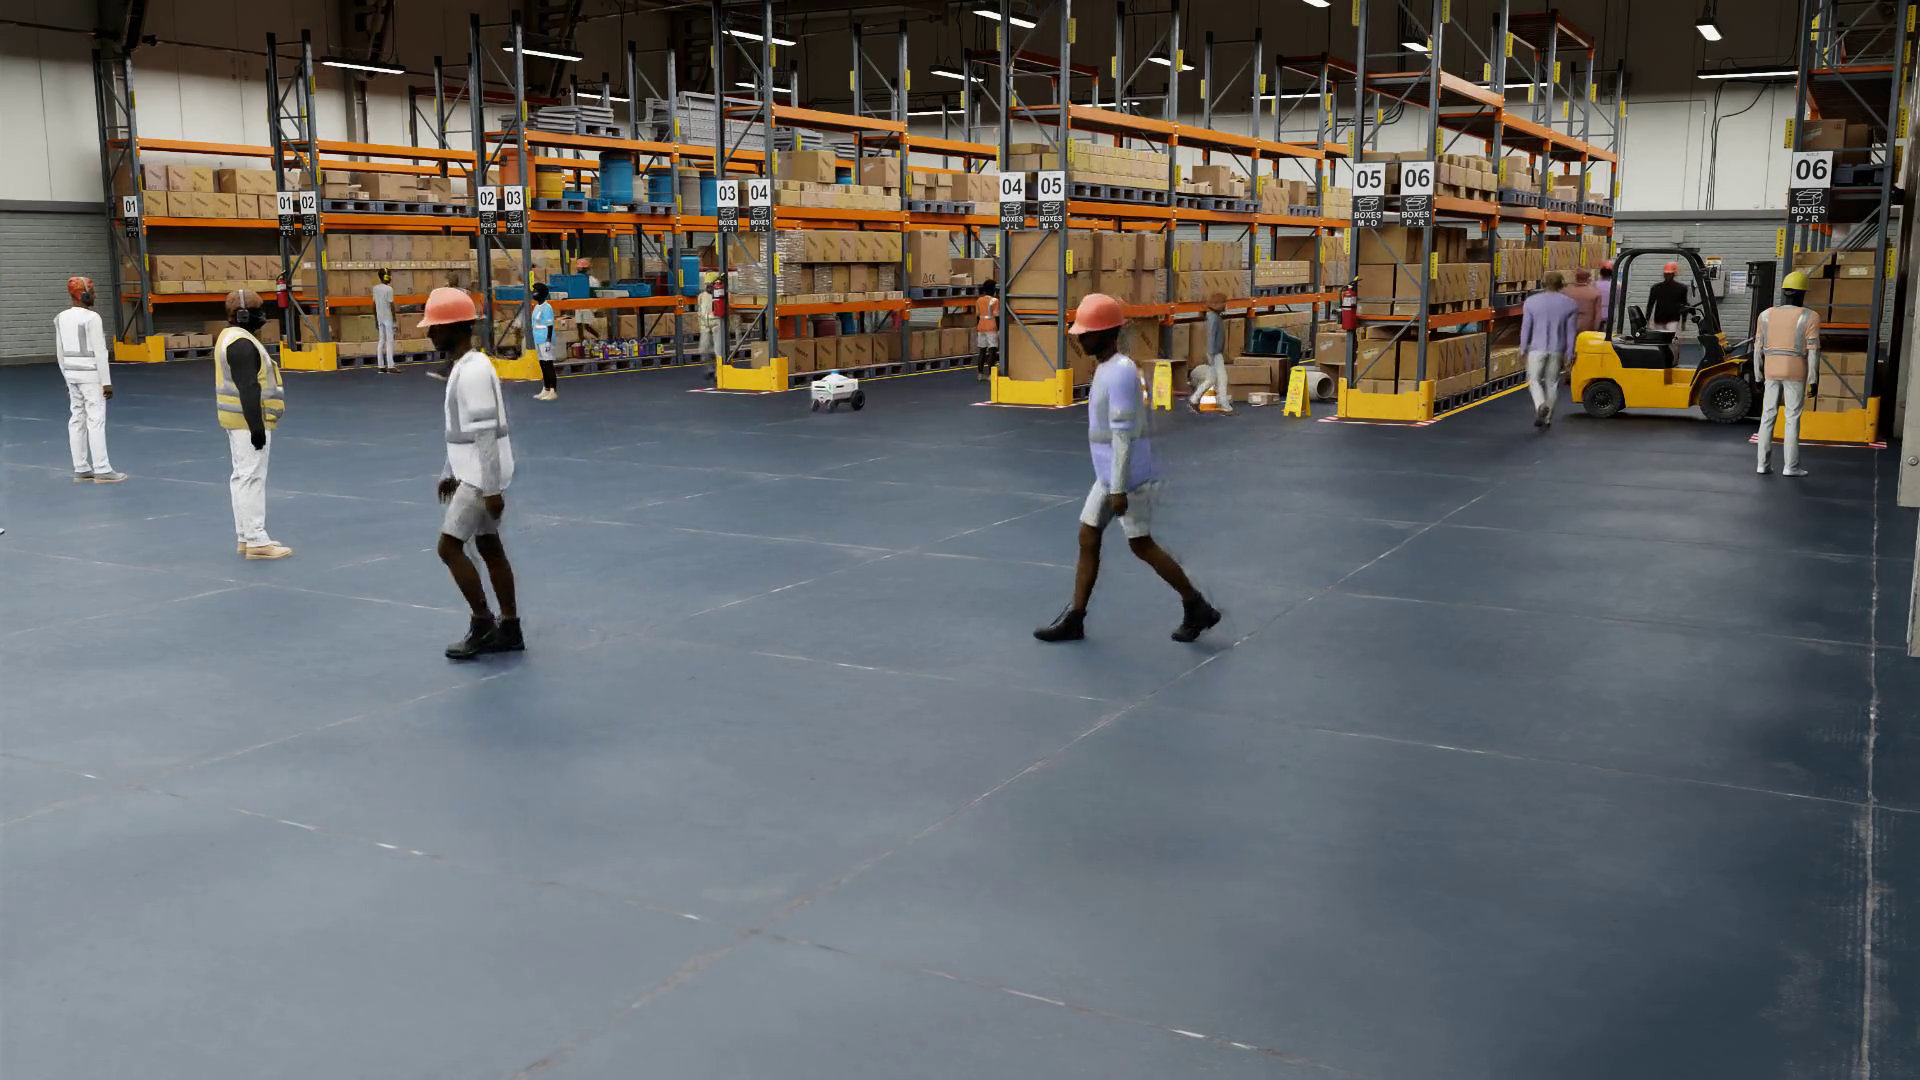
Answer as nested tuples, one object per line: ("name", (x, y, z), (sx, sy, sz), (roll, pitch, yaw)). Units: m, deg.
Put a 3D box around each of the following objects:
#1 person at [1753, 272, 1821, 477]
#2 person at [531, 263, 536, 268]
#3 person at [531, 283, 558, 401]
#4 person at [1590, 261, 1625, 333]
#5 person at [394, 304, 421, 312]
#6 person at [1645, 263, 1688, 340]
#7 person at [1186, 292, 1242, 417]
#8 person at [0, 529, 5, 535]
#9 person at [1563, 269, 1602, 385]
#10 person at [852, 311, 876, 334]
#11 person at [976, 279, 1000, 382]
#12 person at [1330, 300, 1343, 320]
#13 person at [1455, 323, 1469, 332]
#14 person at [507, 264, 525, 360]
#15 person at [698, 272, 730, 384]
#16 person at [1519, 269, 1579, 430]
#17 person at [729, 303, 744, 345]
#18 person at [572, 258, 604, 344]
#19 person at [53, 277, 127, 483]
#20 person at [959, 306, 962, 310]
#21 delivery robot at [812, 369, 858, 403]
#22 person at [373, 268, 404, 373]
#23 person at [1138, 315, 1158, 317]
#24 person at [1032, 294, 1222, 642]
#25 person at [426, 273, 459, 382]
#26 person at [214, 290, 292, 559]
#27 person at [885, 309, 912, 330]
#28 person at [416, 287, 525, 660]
("person", (7.804, -1.559, 15.695), (0.372, 1.925, 0.595), (-8, 12, -39))
("person", (-9.848, -5.400, 38.243), (0.635, 1.904, 0.453), (5, 11, 28))
("person", (-5.989, -2.847, 23.914), (0.317, 1.695, 0.540), (-6, 11, -32))
("person", (11.375, -3.912, 29.326), (0.624, 1.989, 1.076), (5, 11, 29))
("person", (-11.344, -4.633, 34.180), (0.602, 1.775, 0.917), (4, 11, 24))
("person", (12.072, -3.759, 28.499), (0.649, 1.944, 1.014), (7, 12, 34))
("person", (3.311, -2.410, 21.616), (0.726, 1.612, 0.515), (3, 10, 16))
("person", (-7.664, -0.939, 12.233), (1.013, 1.879, 0.598), (0, 10, -3))
("person", (10.032, -3.449, 26.959), (0.656, 1.867, 0.969), (5, 11, 27))
("person", (-1.818, -4.211, 31.809), (0.494, 1.722, 0.579), (3, 10, 19))
("person", (0.480, -3.451, 27.449), (0.317, 1.695, 0.540), (-8, 13, -40))
("person", (8.607, -5.295, 37.892), (0.444, 1.819, 0.648), (3, 10, 15))
("person", (11.128, -5.086, 36.678), (0.442, 1.818, 0.567), (2, 10, 11))
("person", (-8.560, -4.422, 32.506), (0.581, 1.905, 0.824), (7, 12, 36))
("person", (-4.010, -3.438, 27.047), (0.598, 1.816, 0.429), (3, 10, 17))
("person", (6.963, -2.234, 19.671), (0.641, 1.919, 0.568), (1, 10, 8))
("person", (-4.995, -4.985, 36.598), (0.513, 1.641, 0.307), (1, 10, 7))
("person", (-7.840, -4.882, 34.877), (0.613, 2.026, 0.657), (5, 11, 28))
("person", (-7.990, -1.456, 15.229), (0.572, 1.883, 0.355), (5, 11, 25))
("person", (0.301, -5.701, 39.942), (0.653, 1.926, 0.438), (5, 11, 26))
("delivery robot", (-1.672, -2.042, 22.264), (0.477, 0.478, 0.707), (6, 11, 30))
("person", (-10.181, -3.885, 29.499), (0.521, 1.865, 0.319), (6, 11, 31))
("person", (3.501, -4.322, 31.911), (0.625, 1.931, 0.984), (3, 10, 18))
("person", (0.919, -0.367, 8.878), (0.971, 1.888, 0.594), (-1, 10, -6))
("person", (-8.261, -3.451, 27.192), (0.992, 1.785, 0.520), (-1, 10, -8))
("person", (-4.877, -0.793, 11.463), (0.429, 1.845, 0.621), (-6, 11, -31))
("person", (-1.323, -5.006, 36.472), (0.551, 1.713, 0.906), (6, 11, 30))
("person", (-2.520, -0.328, 8.538), (0.552, 1.913, 0.578), (-2, 10, -14))
